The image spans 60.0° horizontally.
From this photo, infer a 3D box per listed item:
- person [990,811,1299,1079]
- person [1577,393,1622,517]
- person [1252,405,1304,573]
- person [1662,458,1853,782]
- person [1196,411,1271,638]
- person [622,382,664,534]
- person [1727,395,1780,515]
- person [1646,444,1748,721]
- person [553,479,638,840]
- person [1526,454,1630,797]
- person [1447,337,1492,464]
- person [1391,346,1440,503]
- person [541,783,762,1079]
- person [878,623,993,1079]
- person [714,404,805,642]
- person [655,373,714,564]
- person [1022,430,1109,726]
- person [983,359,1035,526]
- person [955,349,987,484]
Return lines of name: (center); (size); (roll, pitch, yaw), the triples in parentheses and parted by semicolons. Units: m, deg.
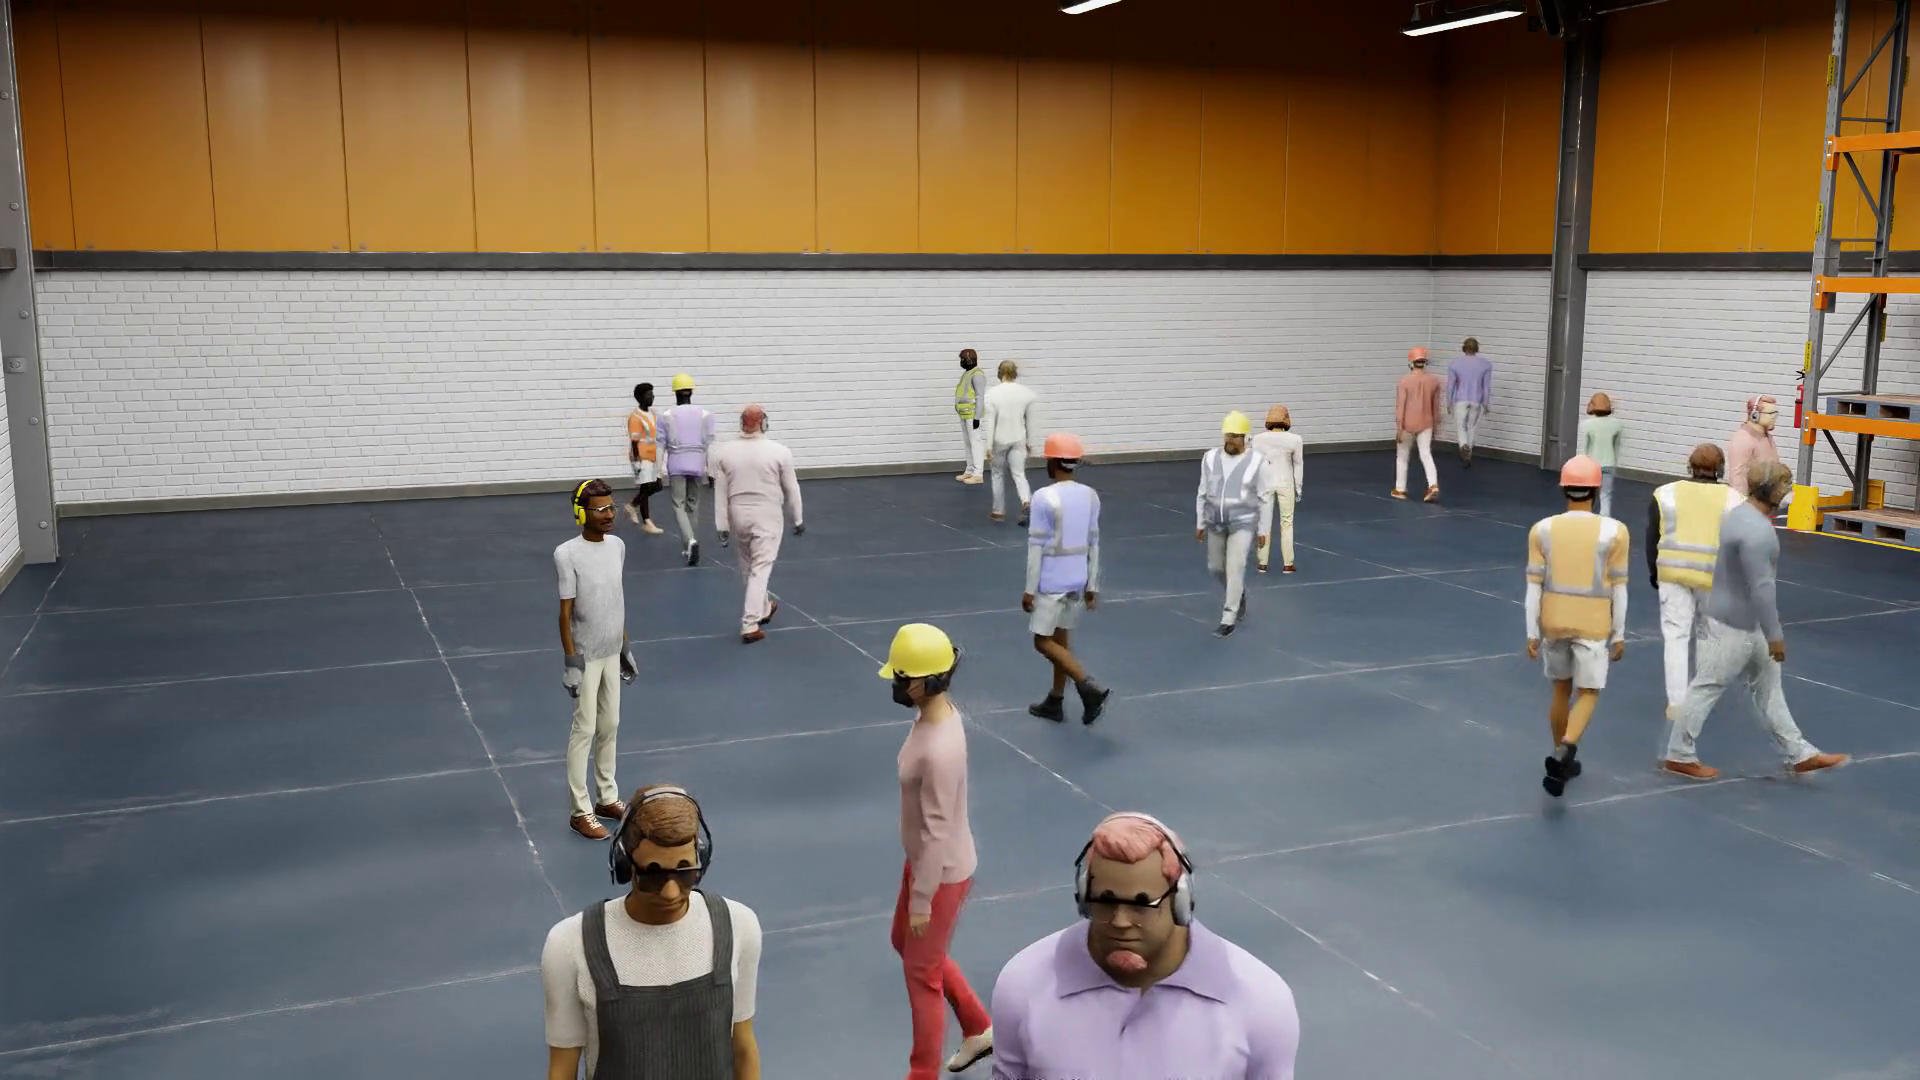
person: (0.352, 1.470, 3.380); (0.647, 1.901, 0.401); (2, 10, 15)
person: (6.812, -0.777, 17.860); (0.504, 1.606, 0.723); (0, 9, -1)
person: (3.057, -0.491, 16.047); (0.497, 1.633, 0.287); (3, 10, 18)
person: (4.534, 0.483, 9.369); (1.023, 1.883, 0.626); (5, 10, 26)
person: (2.222, -0.154, 13.466); (0.599, 1.813, 0.751); (6, 11, 33)
person: (-3.536, -0.906, 18.400); (0.503, 1.685, 0.536); (3, 10, 18)
person: (6.559, -0.247, 13.745); (0.403, 1.906, 0.651); (8, 12, 40)
person: (4.889, 0.253, 11.071); (0.622, 1.791, 0.955); (4, 10, 24)
person: (-1.881, 0.607, 8.682); (0.328, 1.872, 0.513); (5, 10, 26)
person: (3.413, 0.484, 9.297); (0.554, 1.914, 0.802); (7, 11, 35)
person: (7.525, -2.041, 24.593); (0.633, 1.919, 0.738); (1, 9, 5)
person: (5.774, -1.451, 20.903); (0.631, 1.958, 0.969); (-2, 10, -11)
person: (-0.674, 1.434, 3.764); (0.506, 1.840, 0.343); (-4, 10, -24)
person: (-0.098, 1.139, 5.786); (0.428, 1.760, 0.569); (-1, 9, -3)
person: (-1.594, -0.157, 13.362); (0.646, 1.854, 1.001); (3, 10, 18)
person: (-2.735, -0.714, 16.633); (0.596, 1.908, 0.825); (-4, 10, -23)
person: (0.698, 0.263, 10.603); (0.548, 1.922, 0.702); (-8, 12, -41)
person: (0.581, -1.113, 19.011); (0.638, 1.910, 0.890); (-3, 10, -20)
person: (0.140, -1.688, 22.690); (0.428, 1.837, 0.631); (-3, 10, -16)
